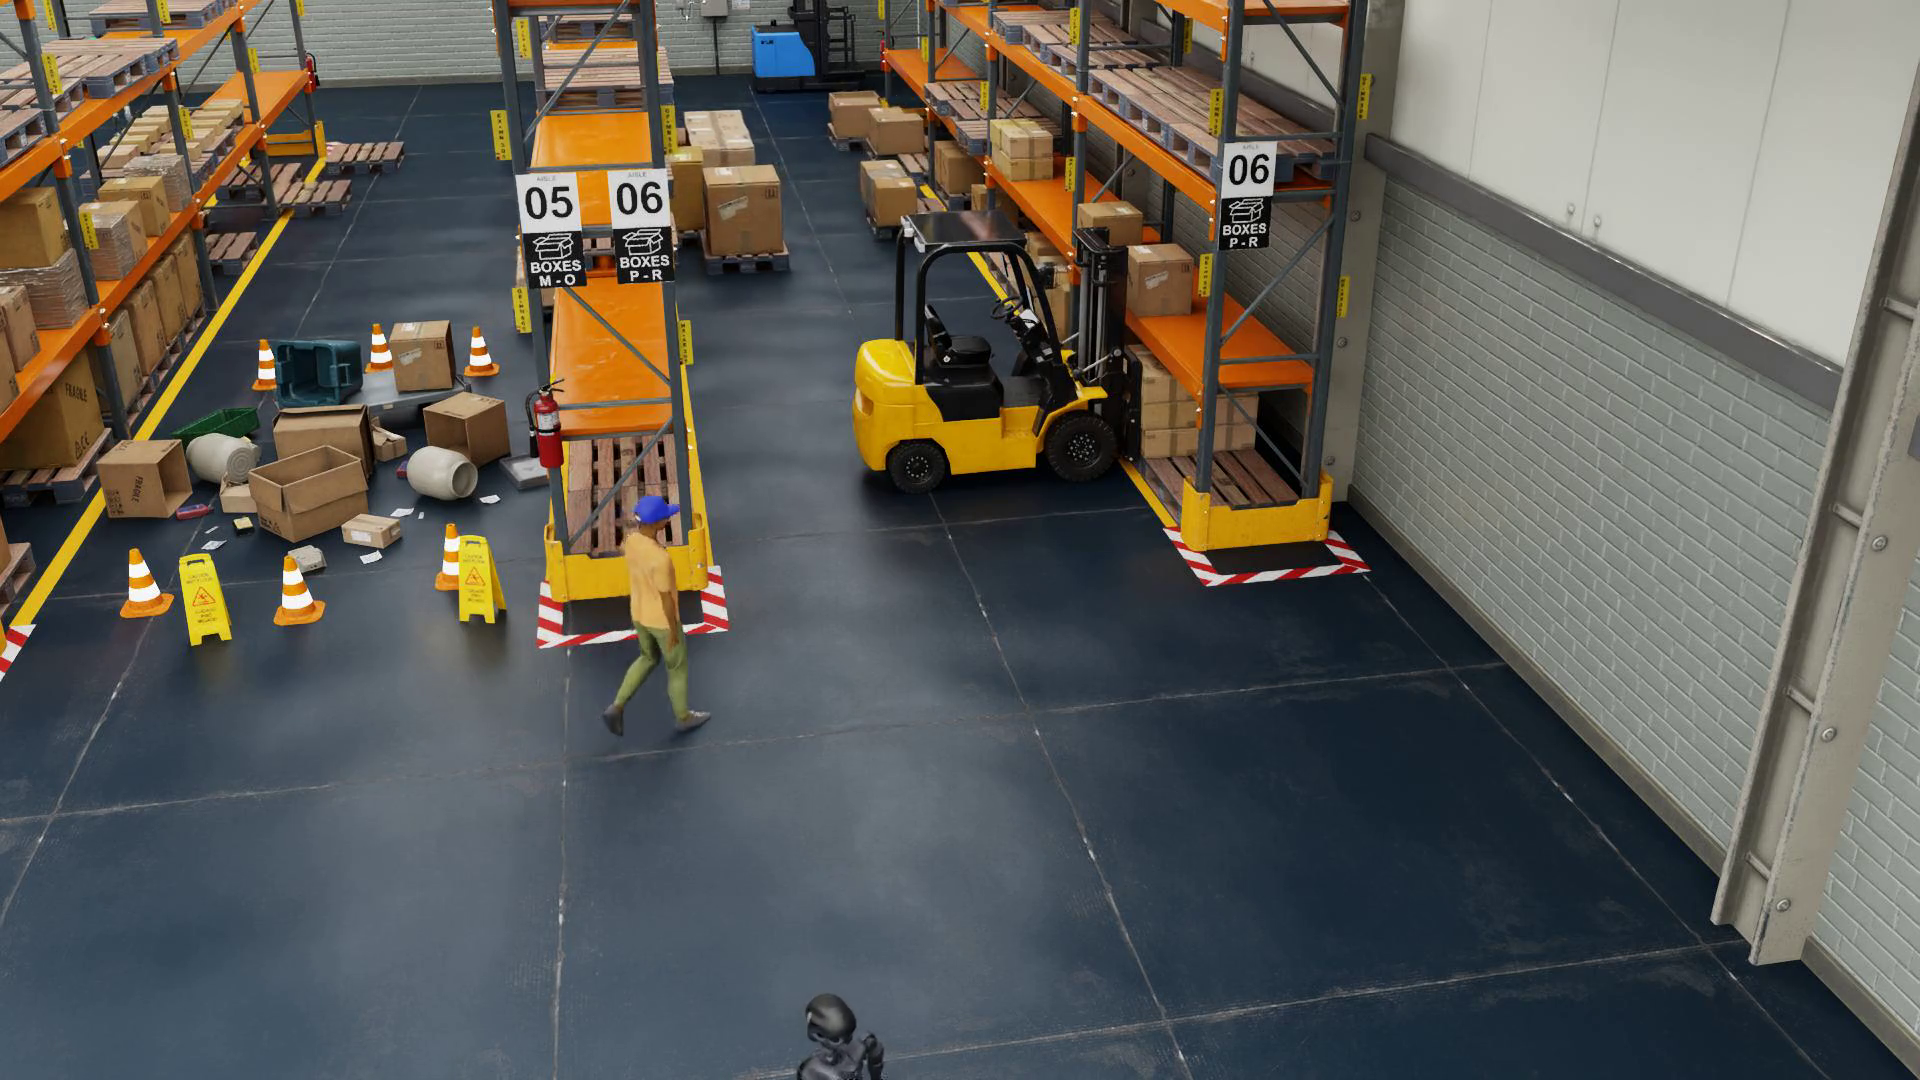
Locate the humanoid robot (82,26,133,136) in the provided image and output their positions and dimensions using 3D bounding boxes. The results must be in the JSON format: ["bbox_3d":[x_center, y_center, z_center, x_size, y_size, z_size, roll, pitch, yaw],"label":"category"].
[{"bbox_3d":[-13.484,-7.225,26.518,0.555,1.806,0.932,-21,33,-37],"label":"humanoid robot"}]

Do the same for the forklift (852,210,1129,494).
[{"bbox_3d":[0.216,-1.659,14.366,2.313,2.155,1.214,-5,26,-10],"label":"forklift"}]

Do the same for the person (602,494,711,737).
[{"bbox_3d":[-1.941,0.499,10.425,0.461,1.698,0.640,22,34,38],"label":"person"}]

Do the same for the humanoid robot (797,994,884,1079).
[{"bbox_3d":[-0.500,2.436,6.425,0.332,1.656,0.590,21,32,36],"label":"humanoid robot"}]

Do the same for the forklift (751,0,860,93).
[{"bbox_3d":[-2.872,-9.679,30.288,1.873,2.768,1.129,-5,26,-10],"label":"forklift"}]
